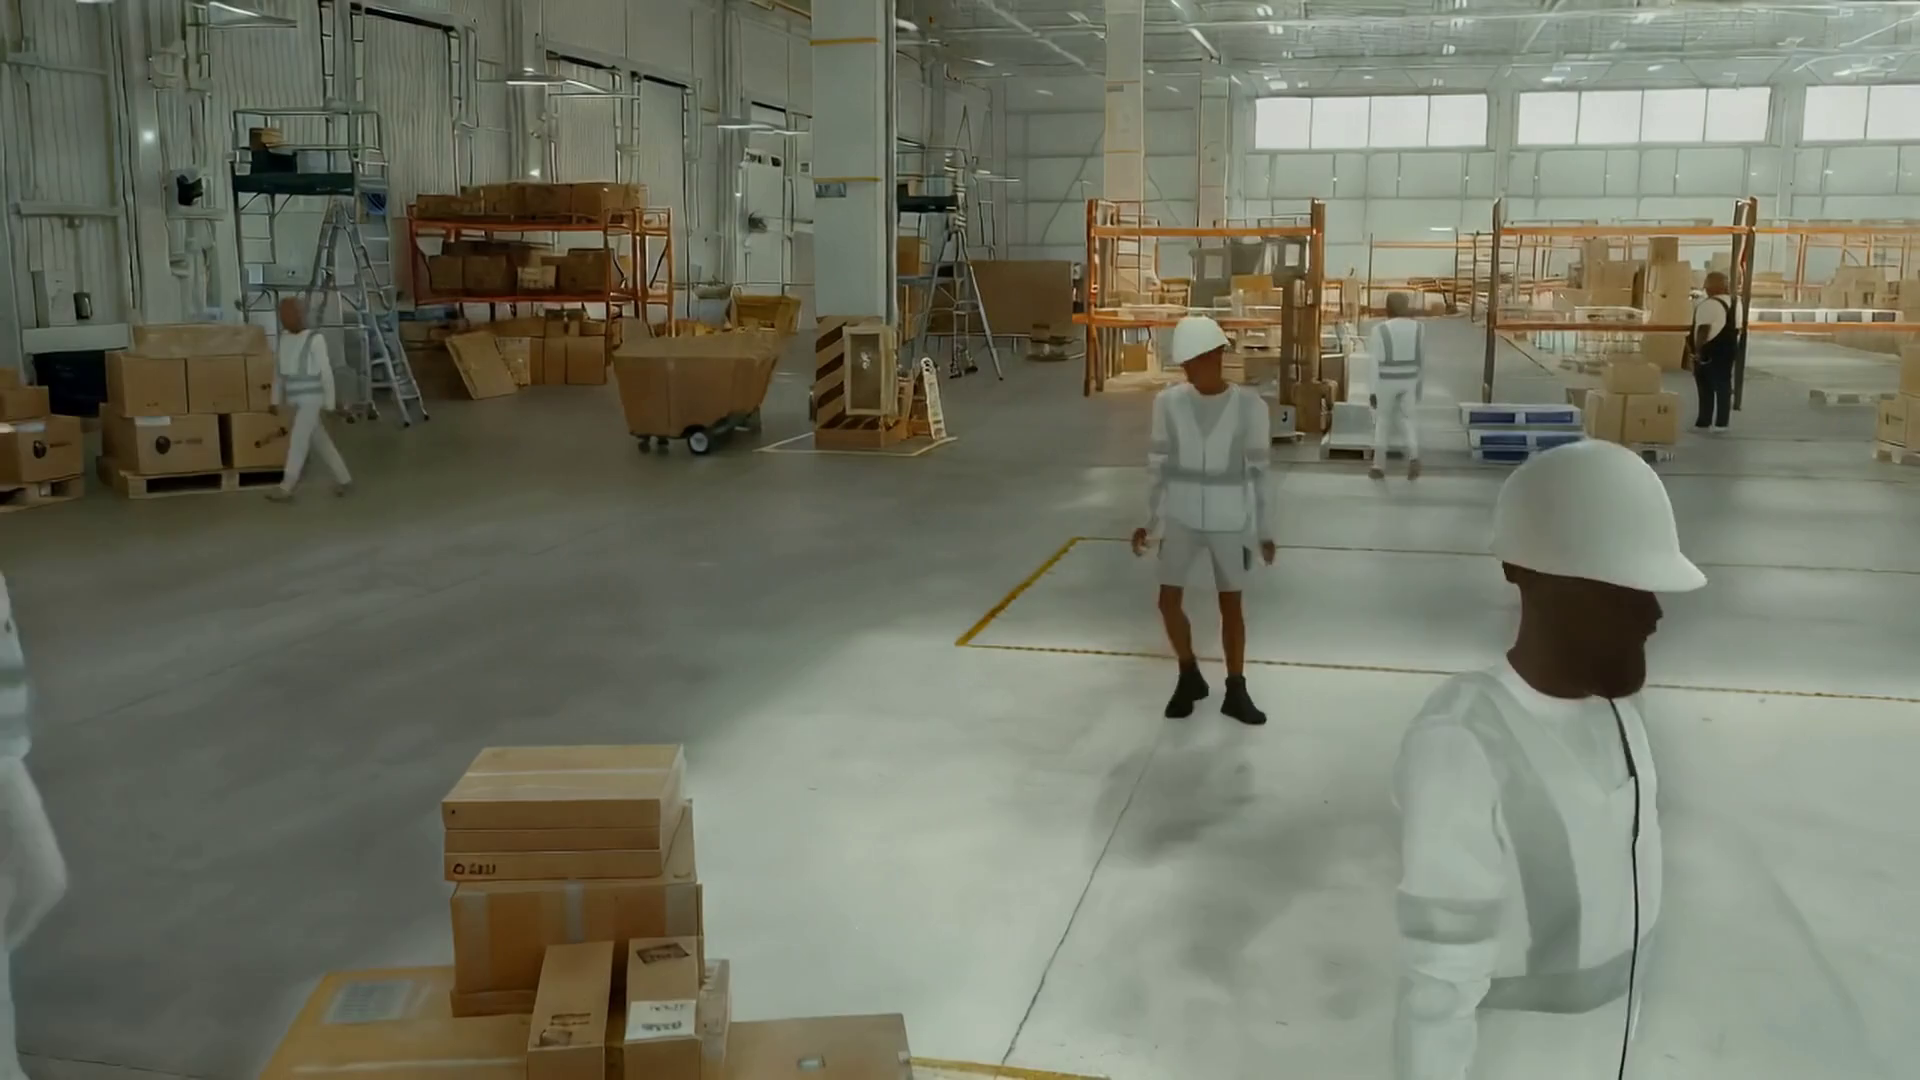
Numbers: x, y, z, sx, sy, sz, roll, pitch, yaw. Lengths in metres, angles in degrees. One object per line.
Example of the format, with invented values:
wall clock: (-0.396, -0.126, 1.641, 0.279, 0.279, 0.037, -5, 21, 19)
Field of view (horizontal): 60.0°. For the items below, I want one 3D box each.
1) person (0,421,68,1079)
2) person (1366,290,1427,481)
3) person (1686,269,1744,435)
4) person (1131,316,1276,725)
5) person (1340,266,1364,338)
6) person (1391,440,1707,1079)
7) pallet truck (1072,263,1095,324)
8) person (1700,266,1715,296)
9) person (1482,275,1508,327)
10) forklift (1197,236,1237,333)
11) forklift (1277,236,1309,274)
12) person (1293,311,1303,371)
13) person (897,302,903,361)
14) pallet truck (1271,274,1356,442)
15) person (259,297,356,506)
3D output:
person: (-2.441, 0.538, 4.001, 0.468, 1.937, 0.633, -3, 10, -17)
person: (4.266, -1.496, 16.189, 0.602, 1.865, 0.651, -1, 10, -7)
person: (9.254, -2.316, 20.510, 0.688, 2.000, 0.536, -5, 11, -26)
person: (1.128, -0.079, 7.733, 0.663, 1.910, 0.417, 3, 10, 17)
person: (10.570, -6.403, 44.886, 0.627, 1.936, 0.372, 2, 10, 12)
person: (0.861, 0.811, 2.460, 0.388, 1.923, 0.621, 9, 13, 42)
pallet truck: (4.325, -8.180, 55.162, 0.823, 1.965, 1.885, 6, 11, 31)
person: (22.820, -7.402, 50.814, 0.363, 1.929, 0.628, 6, 11, 30)
person: (16.579, -7.339, 51.239, 0.814, 1.647, 0.546, -4, 11, -25)
forklift: (7.076, -7.145, 46.470, 1.129, 2.768, 1.873, 4, 10, 21)
forklift: (10.149, -7.888, 50.849, 1.873, 2.768, 1.129, -9, 13, -44)
person: (6.618, -4.104, 31.942, 0.324, 1.734, 0.490, 6, 11, 30)
person: (-1.083, -2.670, 22.933, 0.595, 1.923, 0.378, -4, 11, -23)
pallet truck: (3.653, -2.138, 19.590, 1.885, 1.965, 0.823, -4, 10, -20)
person: (-5.833, -1.239, 14.803, 0.563, 1.830, 1.032, 7, 12, 34)
